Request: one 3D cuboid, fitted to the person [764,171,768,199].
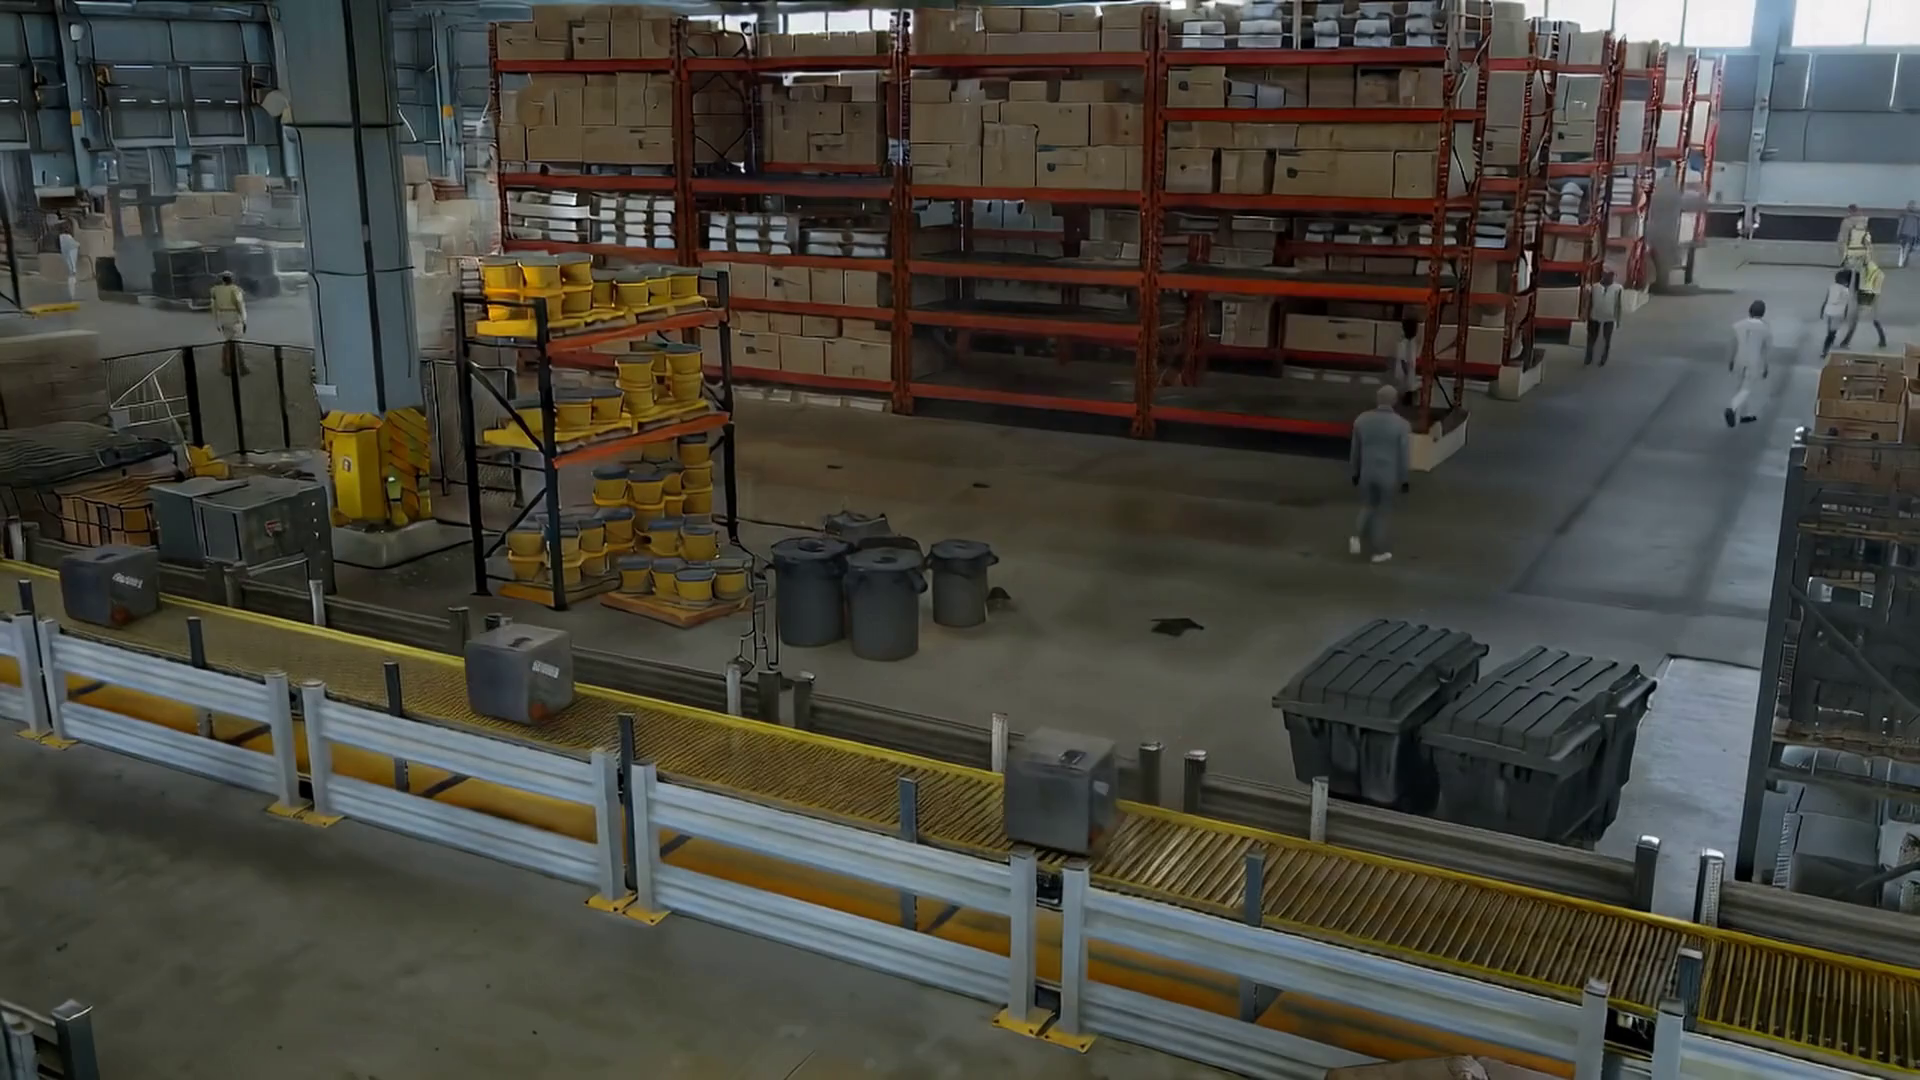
[{"bbox_3d":[-7.986,-14.034,67.681,0.631,1.931,0.366,-5,16,-17],"label":"person"}]

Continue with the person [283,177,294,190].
[{"bbox_3d":[-27.848,-14.237,69.033,0.435,1.619,0.537,11,18,36],"label":"person"}]

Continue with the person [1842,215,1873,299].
[{"bbox_3d":[21.945,-6.918,40.728,0.605,2.035,0.385,13,20,40],"label":"person"}]

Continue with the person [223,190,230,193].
[{"bbox_3d":[-24.316,-10.748,55.459,0.585,1.860,0.770,0,15,0],"label":"person"}]

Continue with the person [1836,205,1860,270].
[{"bbox_3d":[25.194,-8.551,47.146,0.483,1.894,0.648,-14,20,-42],"label":"person"}]

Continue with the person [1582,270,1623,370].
[{"bbox_3d":[11.586,-3.965,30.053,0.644,1.800,0.915,9,17,31],"label":"person"}]

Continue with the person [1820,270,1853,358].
[{"bbox_3d":[16.648,-4.273,31.466,0.726,1.663,0.559,-6,16,-21],"label":"person"}]

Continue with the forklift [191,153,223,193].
[{"bbox_3d":[-27.850,-12.924,61.683,1.873,2.768,1.129,8,17,28],"label":"forklift"}]

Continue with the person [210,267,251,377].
[{"bbox_3d":[-12.900,-3.854,29.396,0.552,1.934,0.373,0,15,-1],"label":"person"}]

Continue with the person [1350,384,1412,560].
[{"bbox_3d":[4.465,-0.707,17.646,0.656,1.891,0.448,13,20,41],"label":"person"}]

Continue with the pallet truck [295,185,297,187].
[{"bbox_3d":[-26.804,-14.617,69.738,1.885,1.965,0.823,-14,20,-42],"label":"pallet truck"}]

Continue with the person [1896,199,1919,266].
[{"bbox_3d":[27.794,-9.012,48.778,0.606,1.954,0.992,9,17,30],"label":"person"}]

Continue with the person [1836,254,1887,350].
[{"bbox_3d":[17.793,-4.646,32.527,0.872,1.903,0.613,-7,16,-23],"label":"person"}]

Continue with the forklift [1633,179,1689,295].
[{"bbox_3d":[17.544,-7.649,41.853,1.873,2.768,1.129,8,17,28],"label":"forklift"}]

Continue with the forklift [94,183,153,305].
[{"bbox_3d":[-19.802,-7.118,39.859,1.873,2.768,1.129,8,17,28],"label":"forklift"}]

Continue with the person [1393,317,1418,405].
[{"bbox_3d":[6.555,-2.497,24.787,0.740,1.674,0.530,10,18,33],"label":"person"}]

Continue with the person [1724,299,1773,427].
[{"bbox_3d":[11.785,-2.646,24.920,0.889,1.914,0.639,-9,18,-31],"label":"person"}]

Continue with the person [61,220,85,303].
[{"bbox_3d":[-21.408,-6.699,40.035,0.367,1.966,0.607,-8,17,-27],"label":"person"}]
